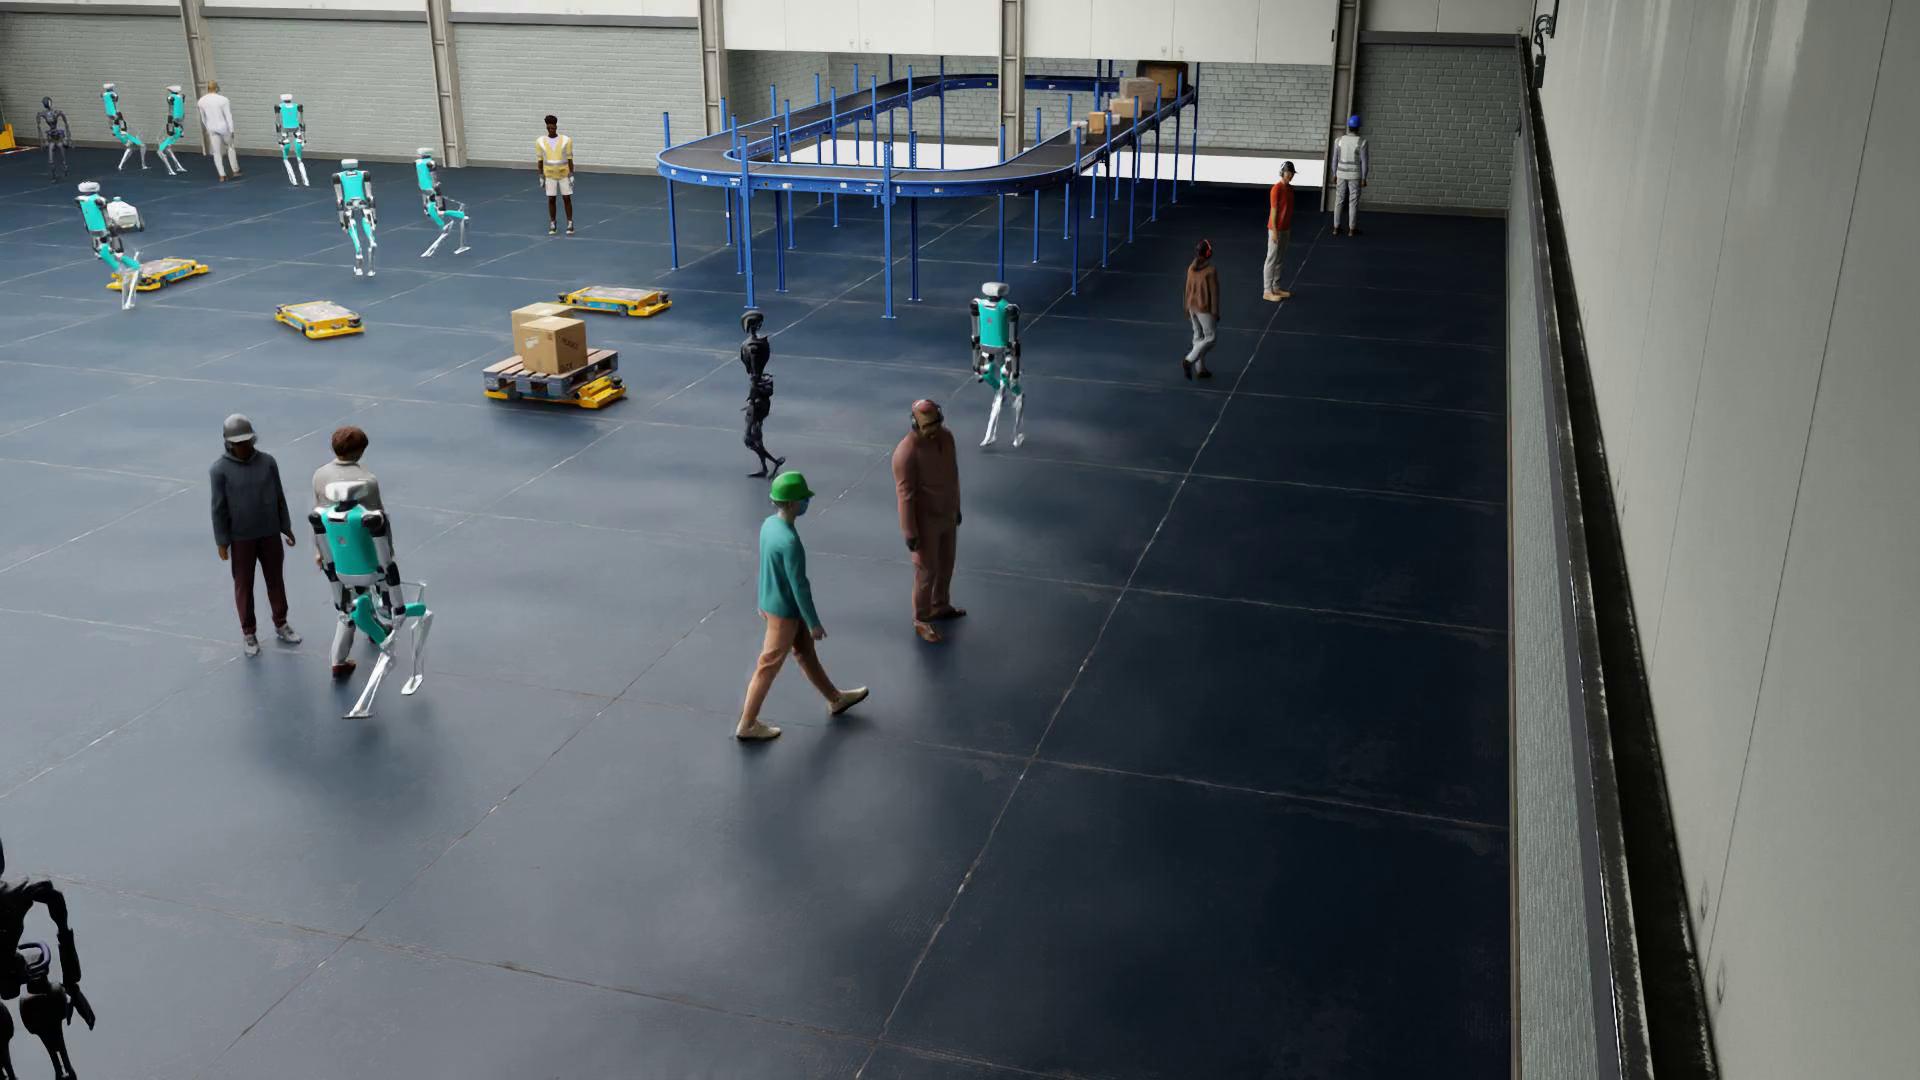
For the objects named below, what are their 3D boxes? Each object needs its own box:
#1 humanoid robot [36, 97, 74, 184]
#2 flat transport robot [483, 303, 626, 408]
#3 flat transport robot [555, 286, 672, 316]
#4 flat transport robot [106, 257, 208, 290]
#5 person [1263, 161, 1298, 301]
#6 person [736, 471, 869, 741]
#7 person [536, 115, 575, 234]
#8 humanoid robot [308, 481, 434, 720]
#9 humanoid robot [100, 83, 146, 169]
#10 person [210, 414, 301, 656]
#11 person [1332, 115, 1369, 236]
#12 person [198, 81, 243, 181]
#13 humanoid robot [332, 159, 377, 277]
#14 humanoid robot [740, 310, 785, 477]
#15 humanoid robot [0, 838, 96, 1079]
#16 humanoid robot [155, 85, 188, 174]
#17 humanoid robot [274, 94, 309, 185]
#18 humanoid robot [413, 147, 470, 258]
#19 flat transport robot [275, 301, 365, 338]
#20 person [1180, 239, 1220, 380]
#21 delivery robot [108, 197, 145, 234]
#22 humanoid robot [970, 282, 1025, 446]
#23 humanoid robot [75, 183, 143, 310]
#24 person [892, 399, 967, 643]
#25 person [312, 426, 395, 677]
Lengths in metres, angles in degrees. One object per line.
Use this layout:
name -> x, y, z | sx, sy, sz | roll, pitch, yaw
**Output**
humanoid robot -> -17.624, -7.787, 32.414 | 0.609, 1.656, 0.367 | -6, 22, -15
flat transport robot -> -4.526, -1.708, 18.607 | 1.431, 0.231, 0.659 | 7, 22, 17
flat transport robot -> -4.709, -3.246, 22.597 | 1.431, 0.231, 0.659 | 7, 22, 18
flat transport robot -> -11.681, -3.873, 24.222 | 0.659, 0.231, 1.431 | 4, 21, 10
person -> 4.463, -4.273, 22.987 | 0.412, 1.909, 0.474 | 16, 26, 36
person -> -1.075, 0.425, 10.917 | 0.993, 1.818, 0.563 | -8, 22, -19
person -> -6.679, -6.046, 27.523 | 0.596, 1.958, 0.379 | -3, 21, -8
humanoid robot -> -3.897, 0.363, 11.194 | 0.550, 1.736, 1.023 | 5, 22, 14
humanoid robot -> -17.147, -8.507, 34.275 | 0.530, 1.805, 0.802 | 15, 25, 33
person -> -5.171, -0.059, 12.183 | 0.553, 1.810, 0.372 | -17, 27, -37
person -> 6.440, -6.012, 27.439 | 0.614, 1.945, 0.403 | 14, 25, 33
person -> -14.673, -8.140, 33.016 | 0.636, 1.903, 0.868 | -2, 21, -4
humanoid robot -> -8.656, -4.567, 23.975 | 0.539, 1.748, 0.954 | -10, 23, -24
humanoid robot -> -1.889, -1.381, 15.797 | 0.411, 1.639, 0.586 | -2, 21, -5
humanoid robot -> -4.073, 1.958, 7.129 | 0.585, 1.647, 0.404 | -13, 25, -30
humanoid robot -> -15.968, -8.277, 33.582 | 0.724, 1.754, 0.530 | 2, 21, 5
humanoid robot -> -12.963, -7.726, 32.209 | 0.542, 1.815, 0.664 | -13, 25, -30
humanoid robot -> -7.947, -5.180, 25.623 | 0.552, 1.752, 1.046 | 19, 28, 41
flat transport robot -> -8.335, -2.872, 21.628 | 0.659, 0.231, 1.431 | -17, 27, -37
person -> 2.743, -2.625, 19.070 | 0.531, 1.634, 0.486 | -15, 26, -33
delivery robot -> -14.075, -5.432, 27.892 | 0.809, 0.611, 0.499 | 20, 29, 41
humanoid robot -> 0.473, -1.744, 16.692 | 0.541, 1.805, 0.828 | 11, 24, 27
humanoid robot -> -11.342, -3.934, 22.384 | 0.531, 1.809, 0.736 | 10, 23, 25
person -> -0.168, -0.176, 12.420 | 0.408, 1.875, 0.800 | 13, 25, 30
person -> -4.375, 0.049, 11.963 | 0.522, 1.782, 0.922 | 7, 22, 18
